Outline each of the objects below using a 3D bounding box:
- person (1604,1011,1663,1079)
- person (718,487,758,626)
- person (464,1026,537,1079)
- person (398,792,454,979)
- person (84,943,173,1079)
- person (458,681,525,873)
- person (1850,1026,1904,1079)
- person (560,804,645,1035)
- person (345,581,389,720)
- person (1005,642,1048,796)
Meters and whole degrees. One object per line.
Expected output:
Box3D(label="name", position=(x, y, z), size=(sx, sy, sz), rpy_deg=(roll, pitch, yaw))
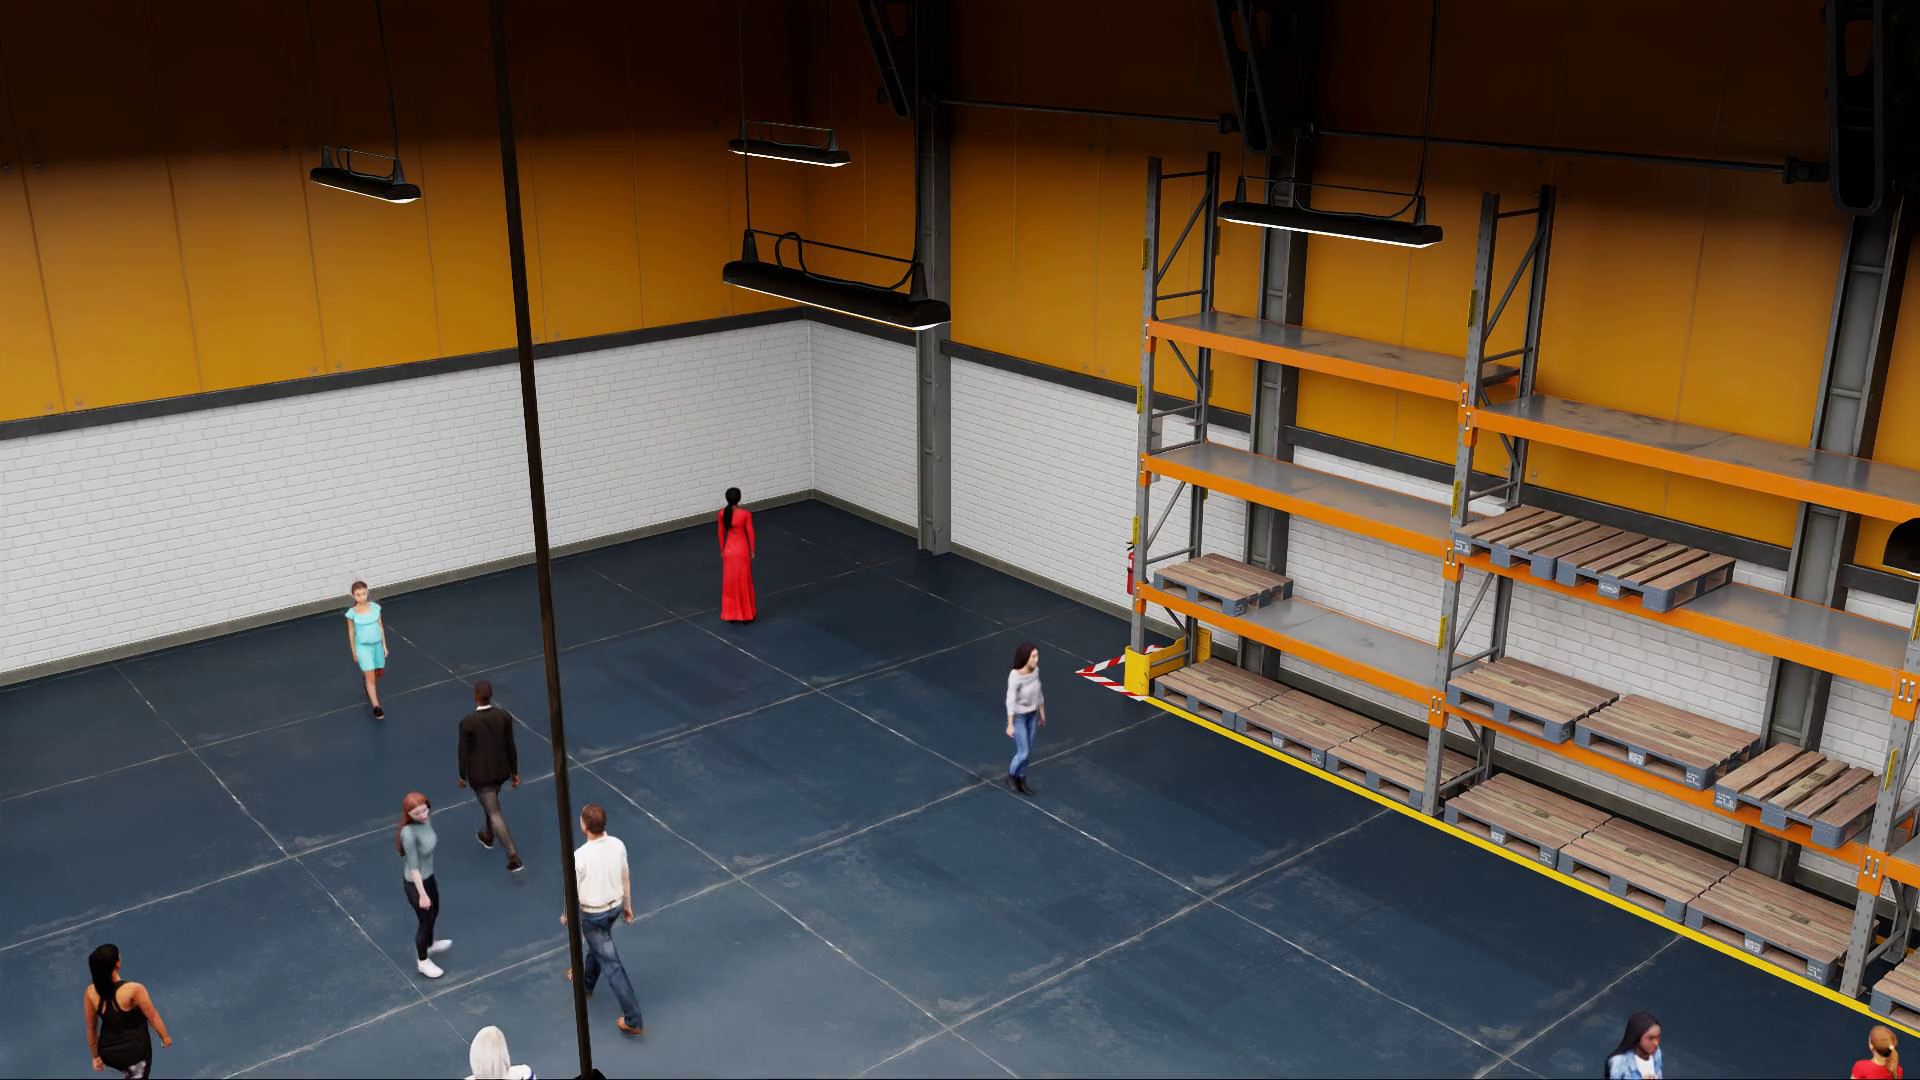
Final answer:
Box3D(label="person", position=(4.158, 3.711, 10.623), size=(0.844, 1.674, 1.162), rpy_deg=(-7, 20, -20))
Box3D(label="person", position=(-2.812, 0.197, 20.888), size=(0.731, 1.784, 0.802), rpy_deg=(4, 19, 10))
Box3D(label="person", position=(-2.814, 3.768, 10.244), size=(0.720, 1.808, 0.665), rpy_deg=(-6, 20, -17))
Box3D(label="person", position=(-4.347, 2.765, 13.389), size=(0.888, 1.703, 0.791), rpy_deg=(-4, 19, -12))
Box3D(label="person", position=(-5.683, 3.523, 11.261), size=(1.047, 1.624, 1.103), rpy_deg=(2, 19, 5))
Box3D(label="person", position=(-4.209, 2.183, 15.041), size=(0.691, 1.752, 1.223), rpy_deg=(-17, 25, -41))
Box3D(label="person", position=(5.980, 3.804, 10.934), size=(0.754, 1.299, 0.801), rpy_deg=(2, 19, 7))
Box3D(label="person", position=(-2.692, 2.937, 12.728), size=(1.309, 1.798, 0.823), rpy_deg=(15, 24, 38))
Box3D(label="person", position=(-6.543, 1.169, 18.376), size=(0.558, 1.544, 0.922), rpy_deg=(-14, 23, -35))
Box3D(label="person", position=(0.564, 1.764, 16.486), size=(0.621, 1.622, 0.670), rpy_deg=(15, 24, 37))
